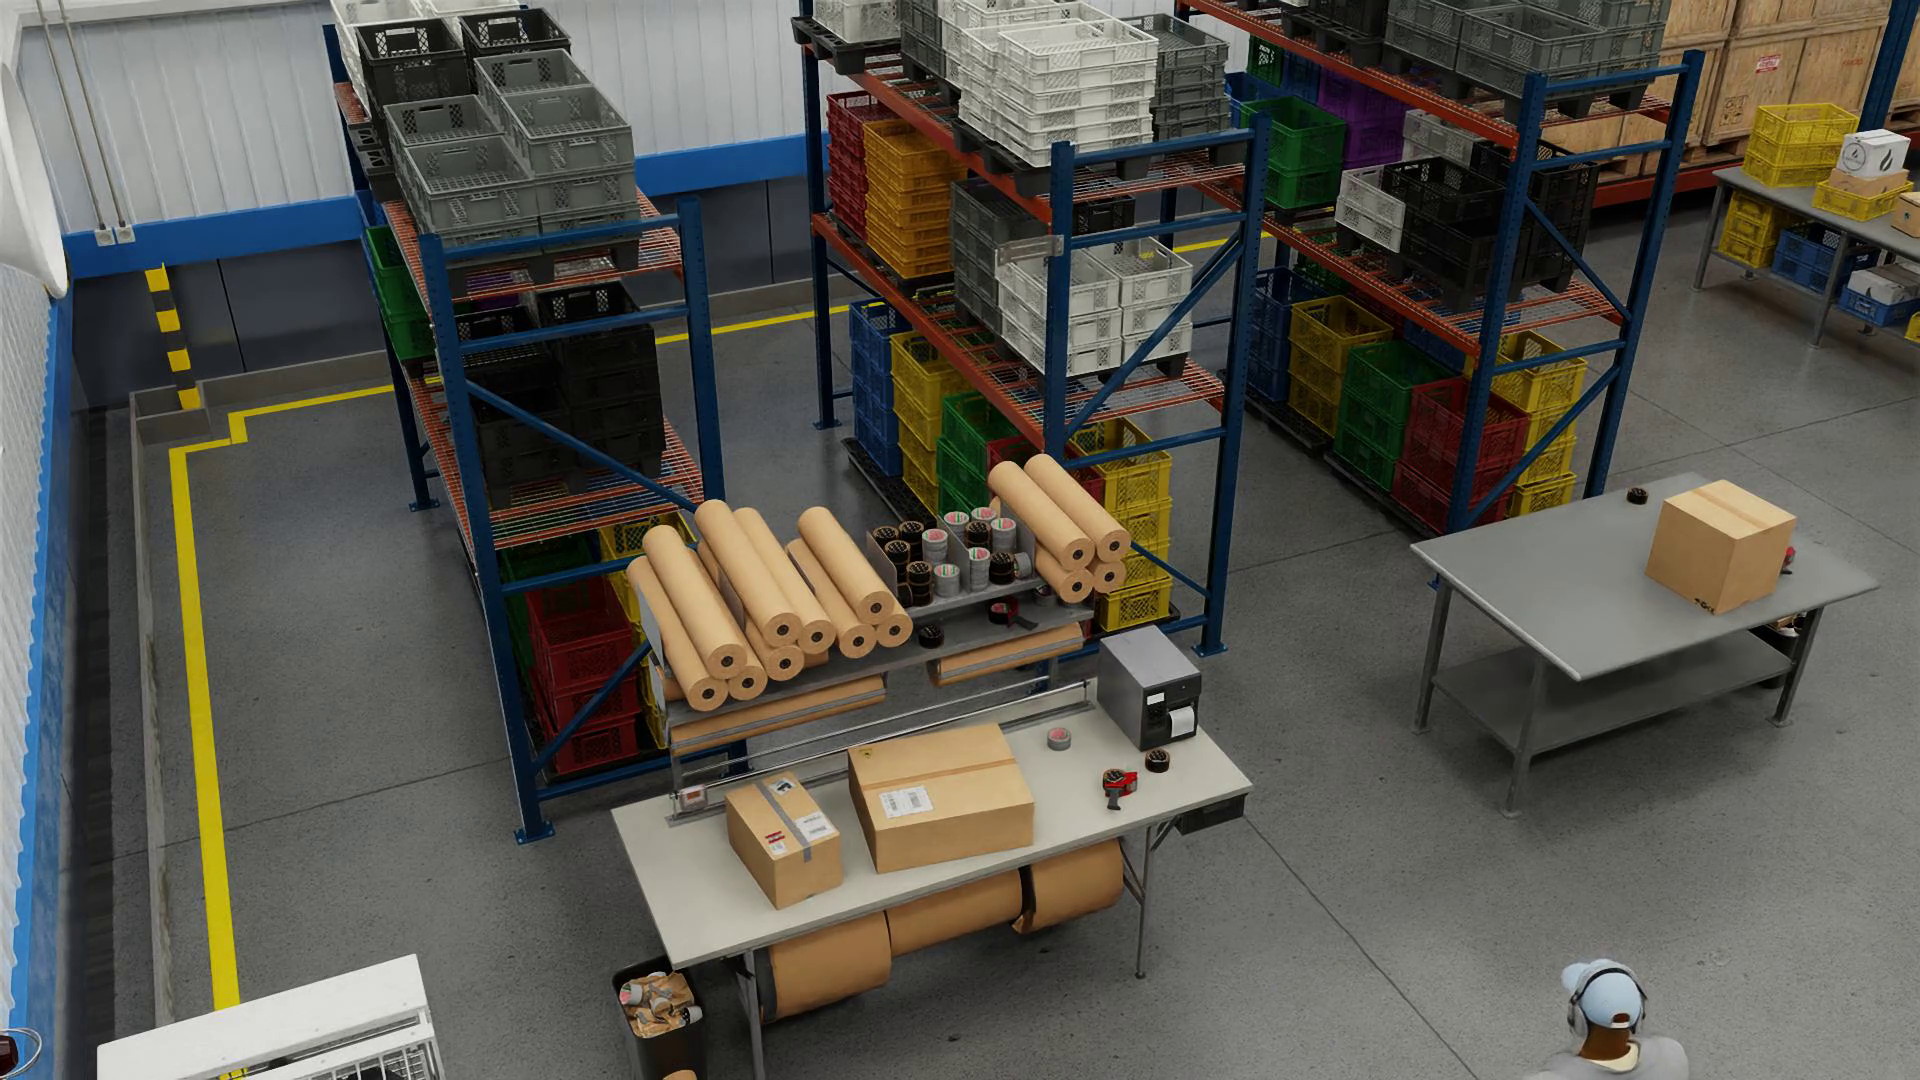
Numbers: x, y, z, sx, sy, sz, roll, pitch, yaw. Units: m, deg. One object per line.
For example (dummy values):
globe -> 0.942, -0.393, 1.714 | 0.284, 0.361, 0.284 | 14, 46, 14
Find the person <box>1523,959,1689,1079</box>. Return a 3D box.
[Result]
person -> 1.874, 2.013, 5.197 | 0.588, 1.846, 0.406 | -10, 33, -16
